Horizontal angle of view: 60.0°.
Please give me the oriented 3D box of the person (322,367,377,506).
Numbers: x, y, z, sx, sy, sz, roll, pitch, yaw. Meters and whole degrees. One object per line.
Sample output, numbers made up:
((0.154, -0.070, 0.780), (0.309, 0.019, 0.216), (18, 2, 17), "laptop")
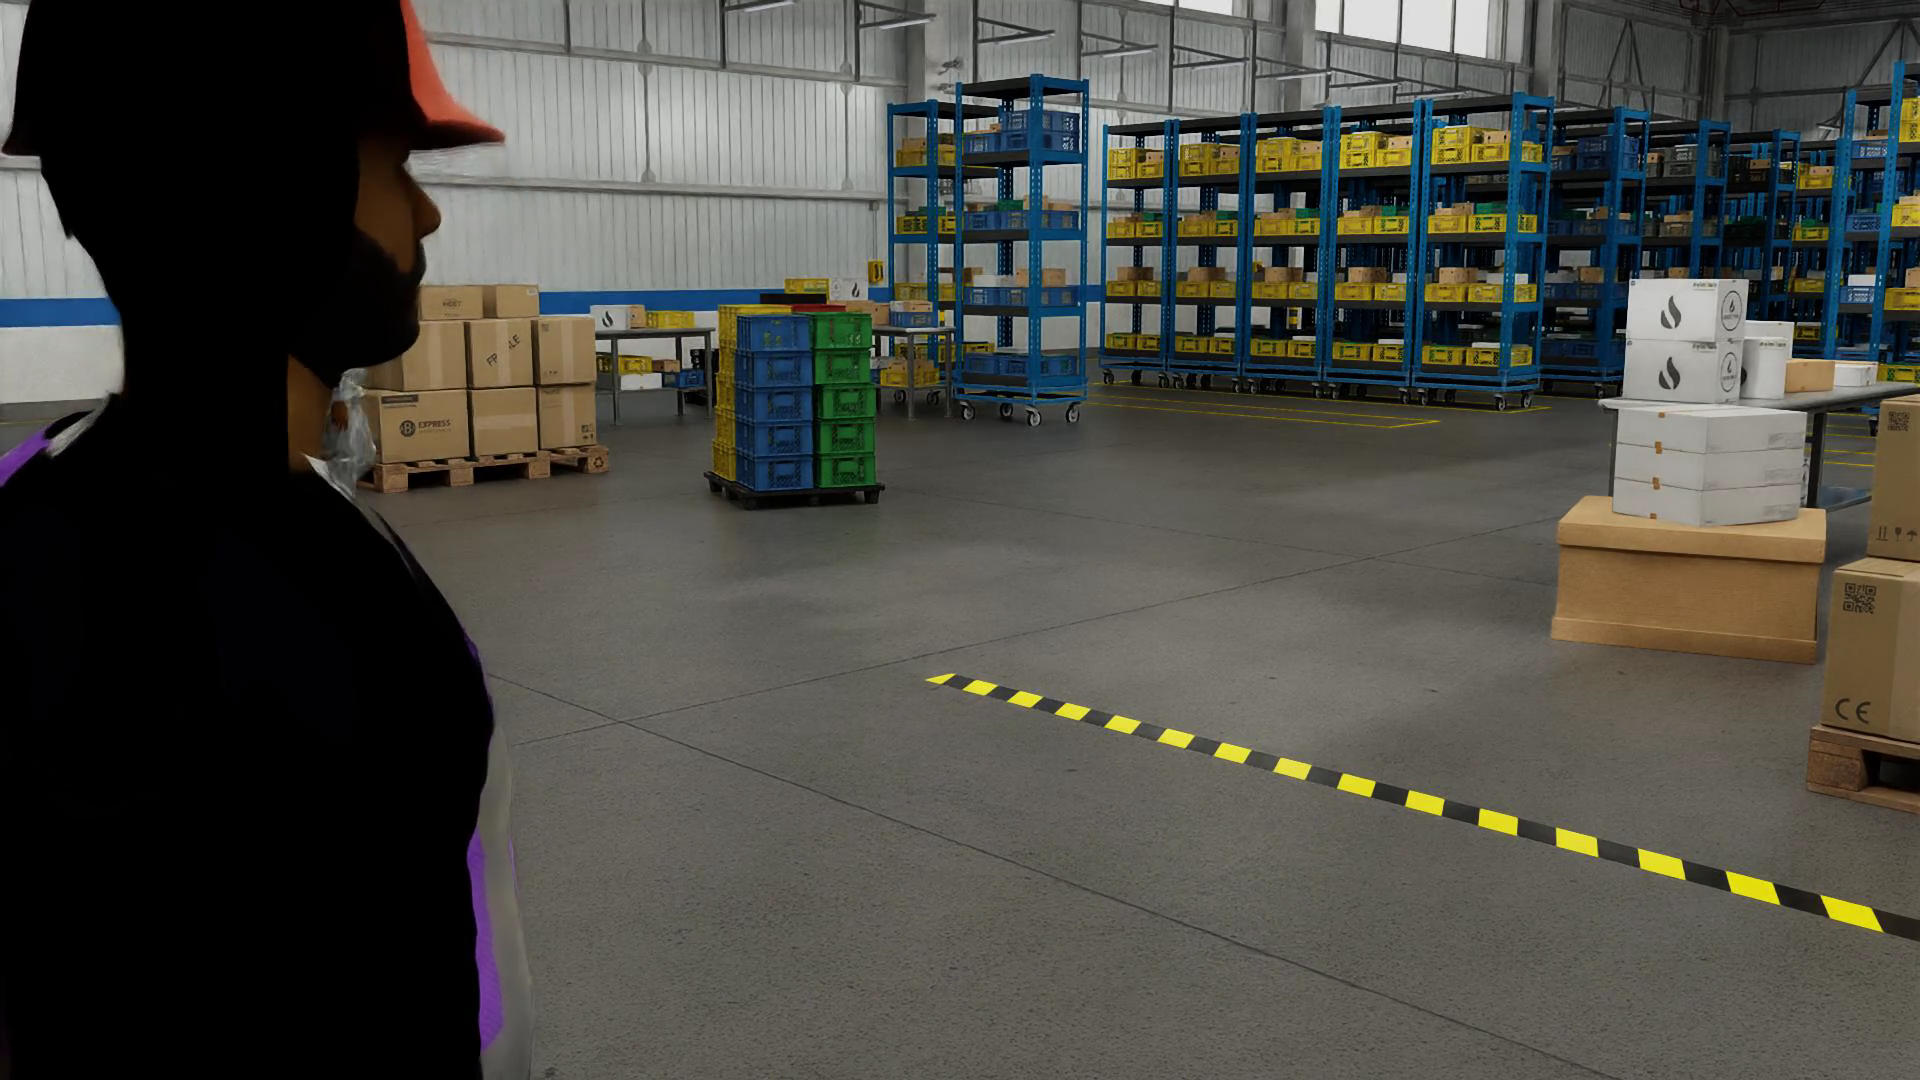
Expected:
((-3.591, -0.833, 9.478), (0.503, 1.925, 0.615), (-1, 10, -9), "person")
